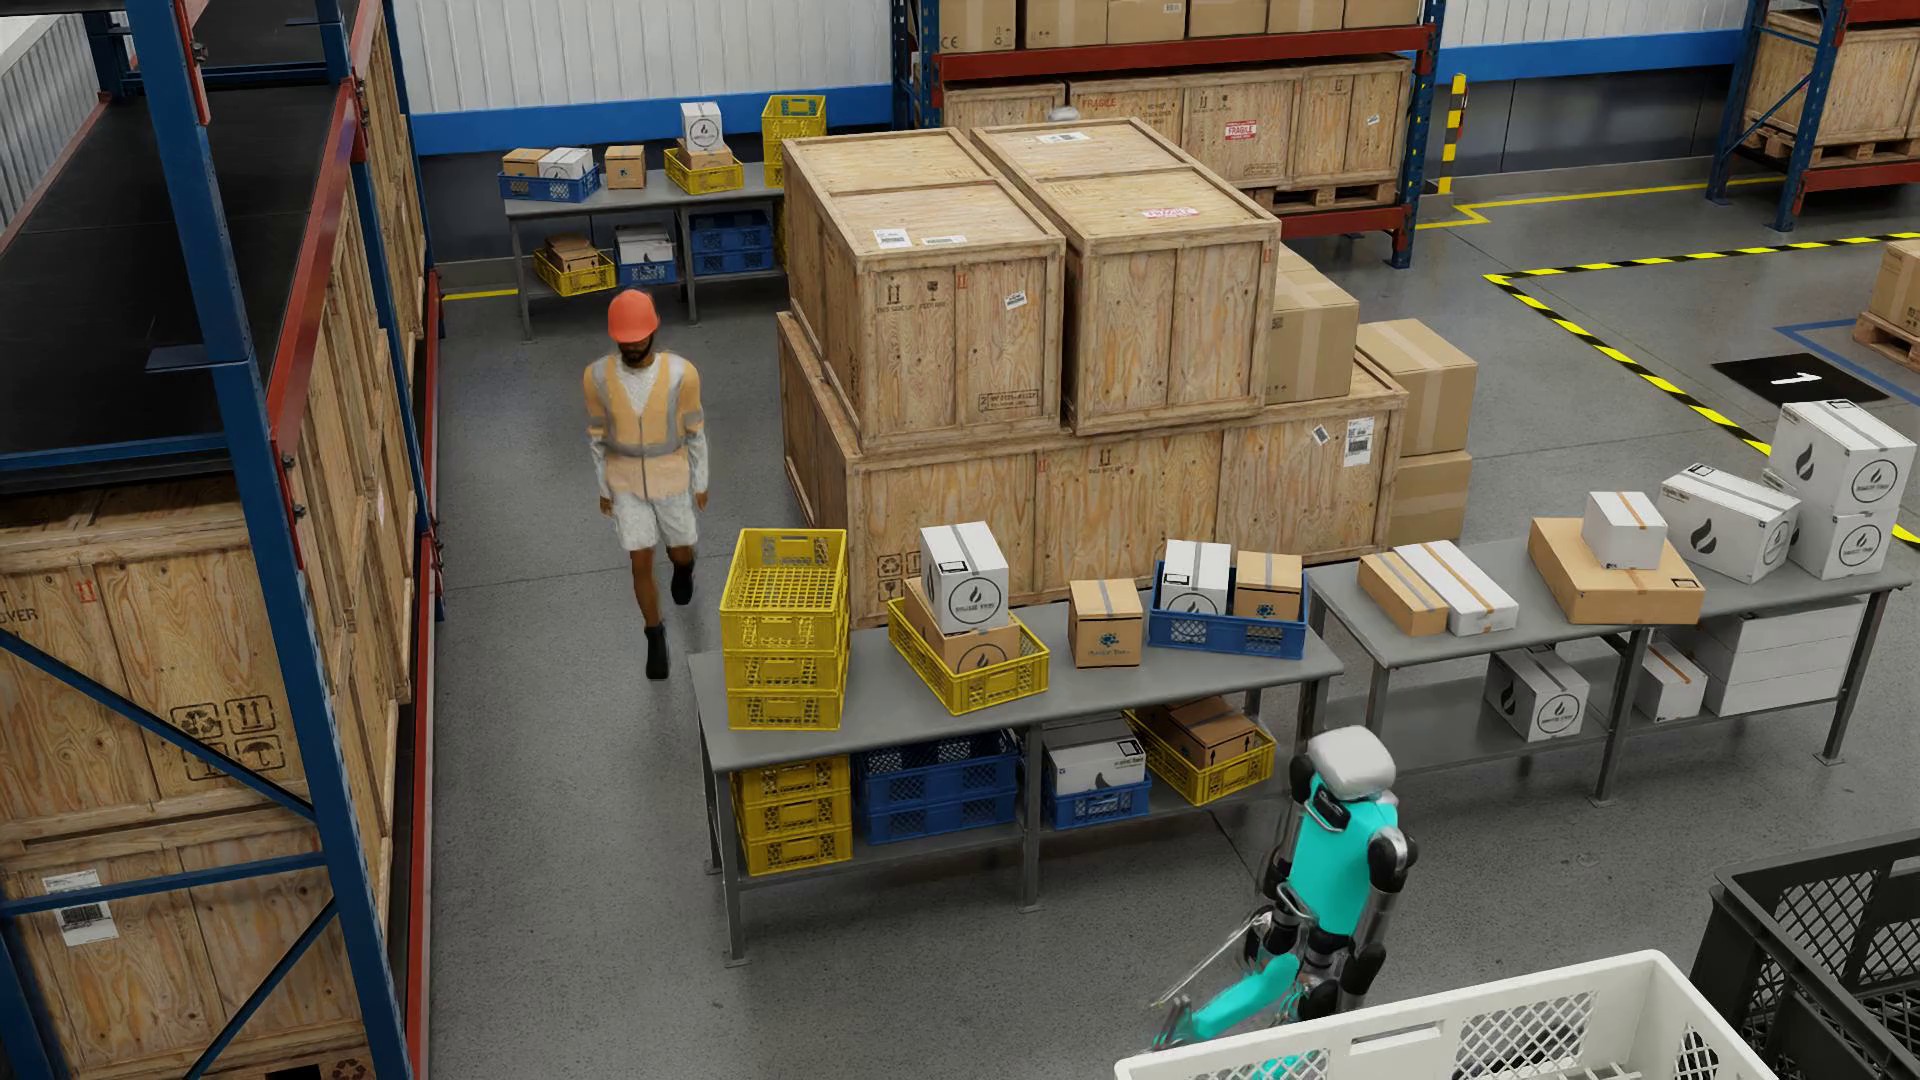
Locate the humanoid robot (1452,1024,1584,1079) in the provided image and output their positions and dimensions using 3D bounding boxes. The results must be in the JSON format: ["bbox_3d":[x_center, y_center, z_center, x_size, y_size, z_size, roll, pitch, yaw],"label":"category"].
[{"bbox_3d":[1.367,1.870,4.272,0.303,1.655,0.611,-22,36,-35],"label":"humanoid robot"}]

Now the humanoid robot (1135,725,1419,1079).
[{"bbox_3d":[0.811,1.416,5.069,1.002,1.775,0.530,-11,31,-19],"label":"humanoid robot"}]

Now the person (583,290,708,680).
[{"bbox_3d":[-1.482,-0.325,8.002,0.546,1.916,0.740,-2,29,-4],"label":"person"}]

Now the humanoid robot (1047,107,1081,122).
[{"bbox_3d":[0.514,-2.050,11.332,1.058,1.728,0.561,-7,30,-13],"label":"humanoid robot"}]
